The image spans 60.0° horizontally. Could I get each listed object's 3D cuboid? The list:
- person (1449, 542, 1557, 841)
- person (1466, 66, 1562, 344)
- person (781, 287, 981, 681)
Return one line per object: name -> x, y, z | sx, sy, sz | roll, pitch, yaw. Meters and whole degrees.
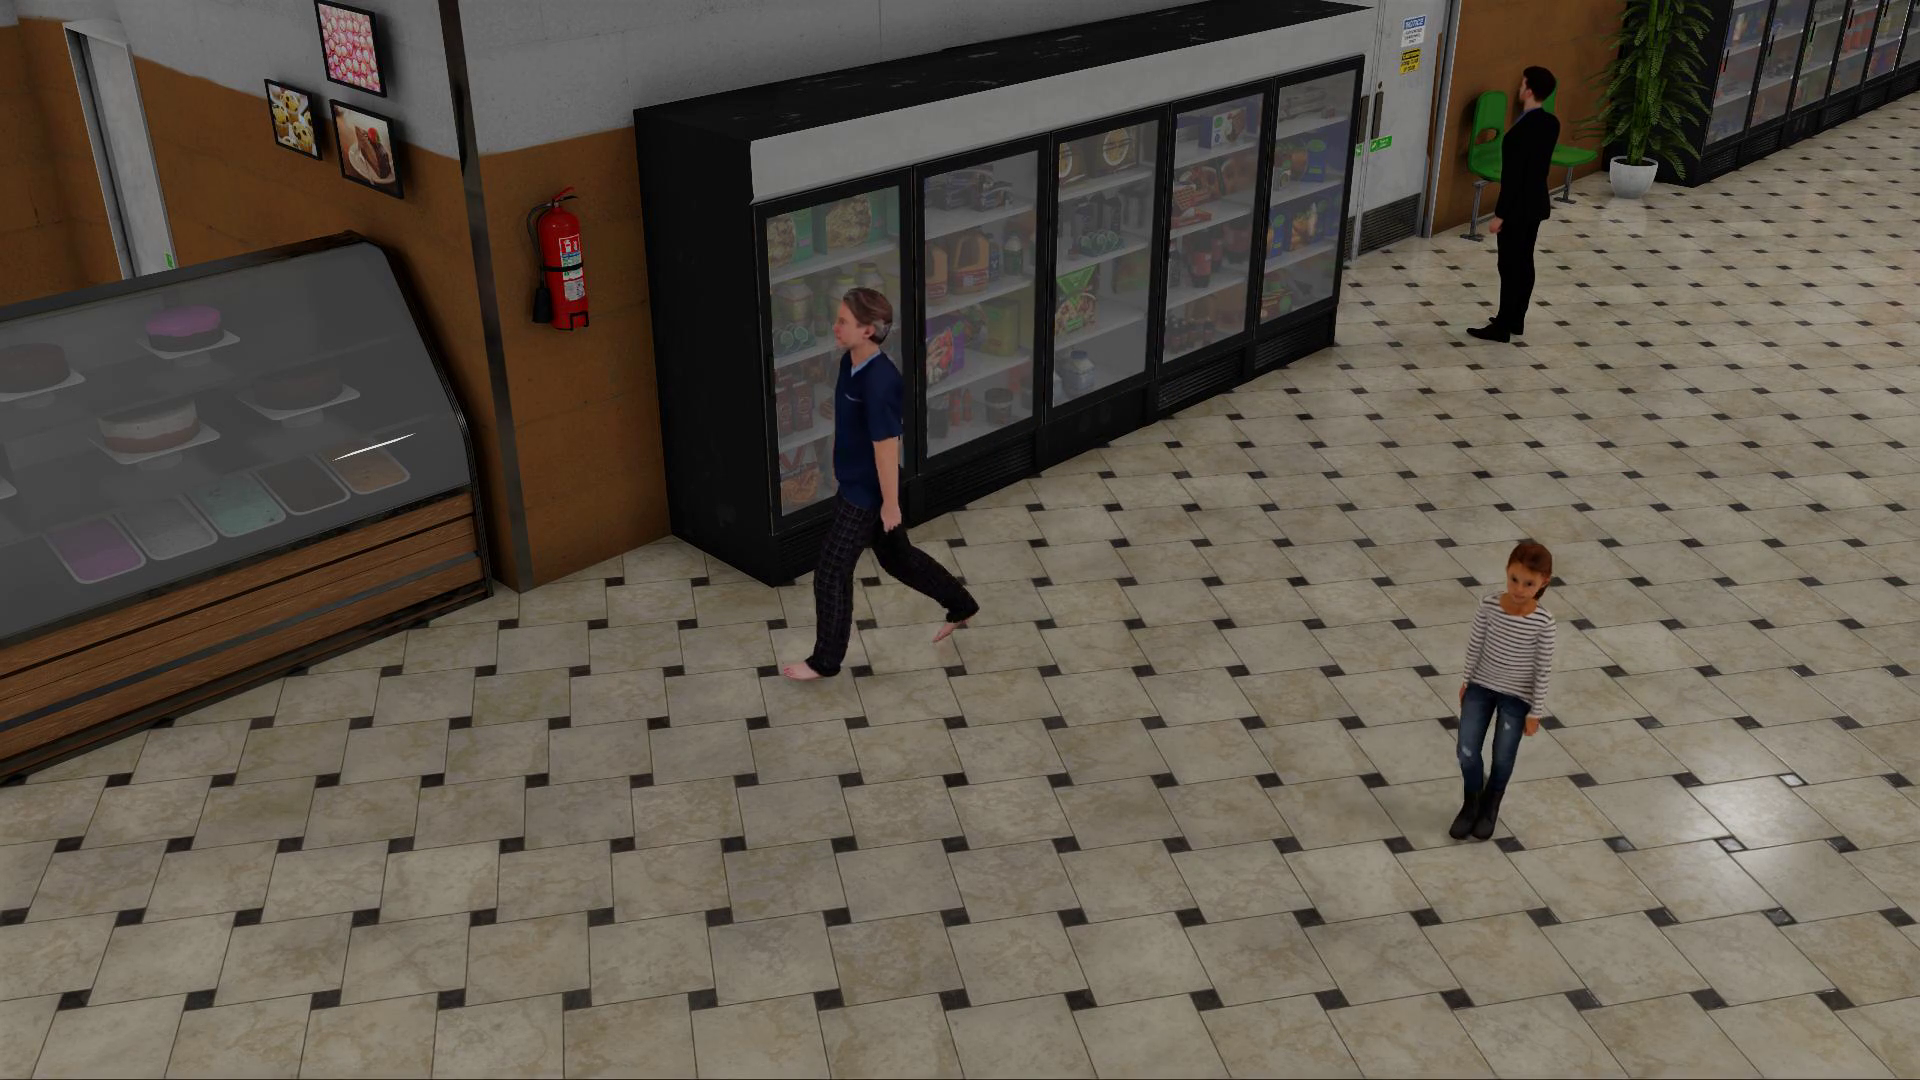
person -> 2.129, 0.573, 6.456 | 0.506, 1.305, 0.586 | 17, 31, 30
person -> 3.882, -2.311, 11.491 | 0.679, 1.894, 0.584 | -24, 35, -38
person -> -0.312, -0.225, 7.450 | 1.137, 1.829, 1.234 | -6, 28, -12
